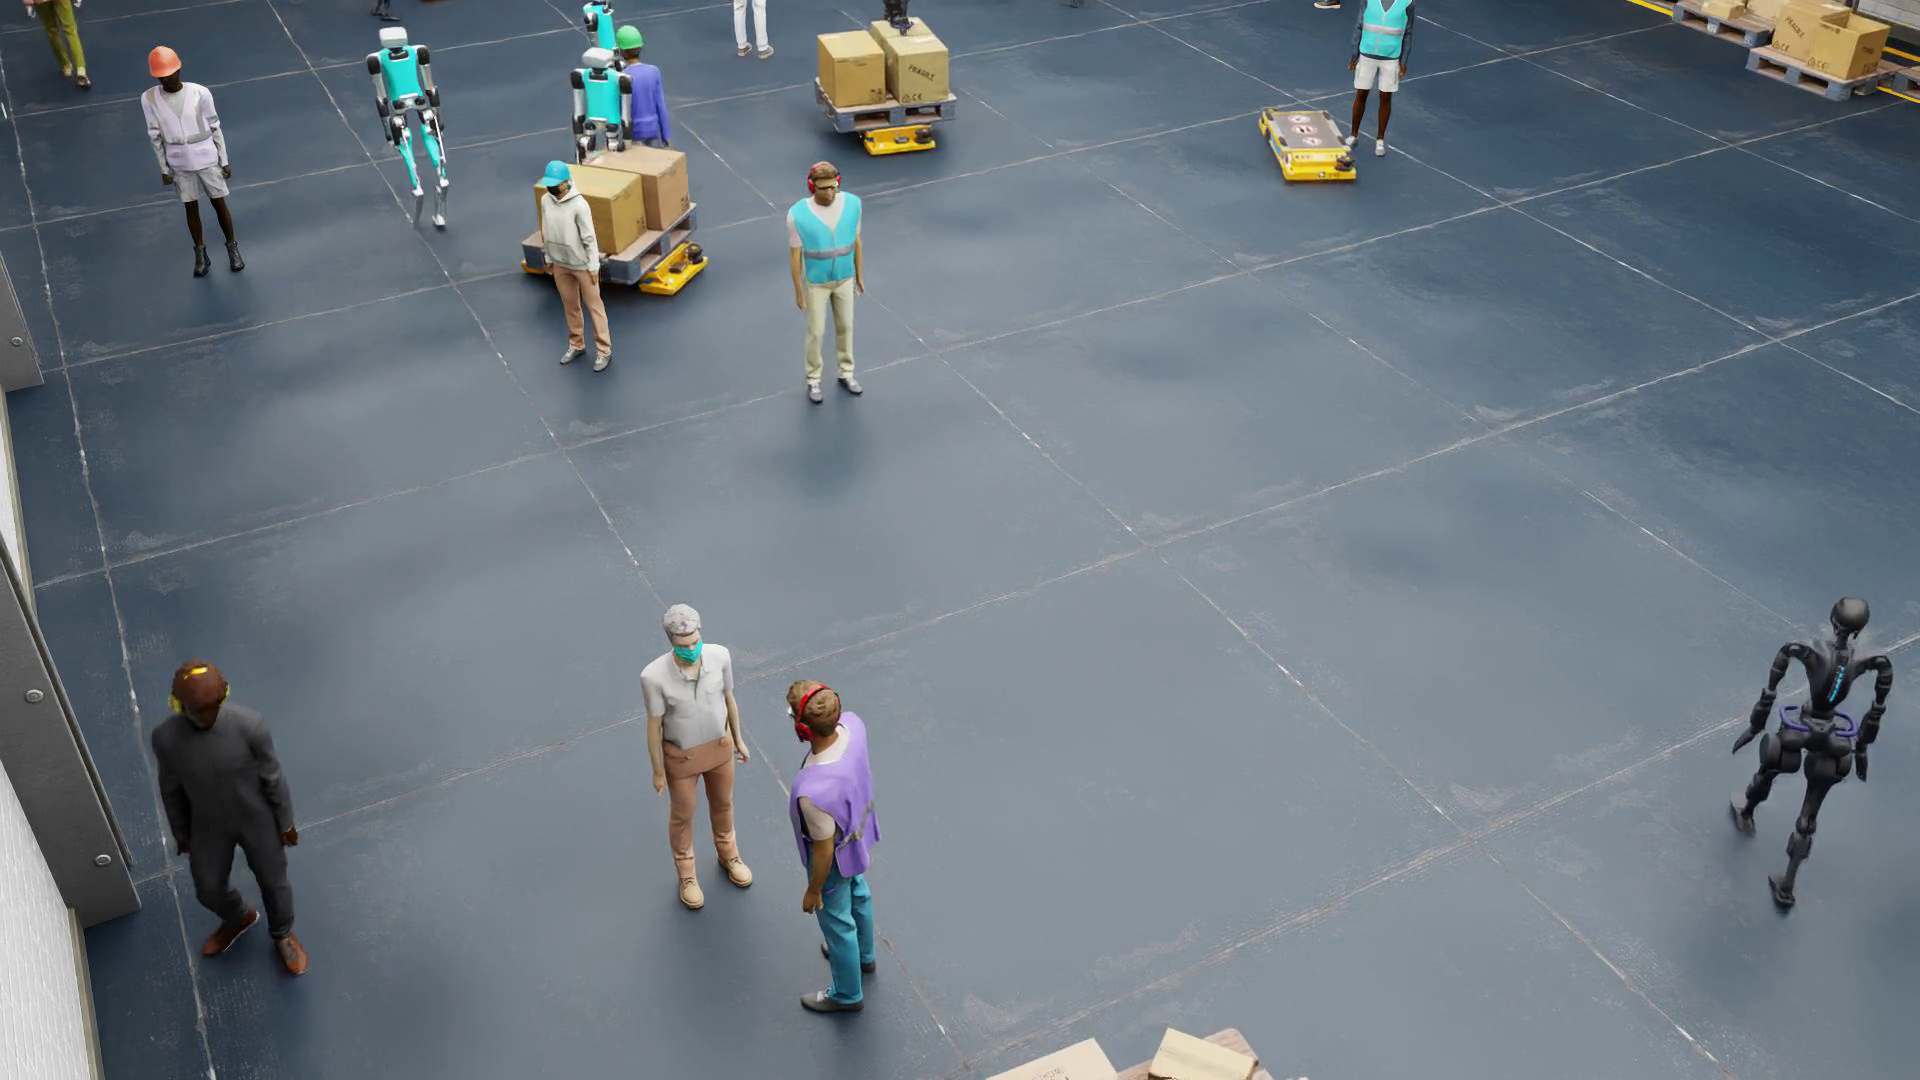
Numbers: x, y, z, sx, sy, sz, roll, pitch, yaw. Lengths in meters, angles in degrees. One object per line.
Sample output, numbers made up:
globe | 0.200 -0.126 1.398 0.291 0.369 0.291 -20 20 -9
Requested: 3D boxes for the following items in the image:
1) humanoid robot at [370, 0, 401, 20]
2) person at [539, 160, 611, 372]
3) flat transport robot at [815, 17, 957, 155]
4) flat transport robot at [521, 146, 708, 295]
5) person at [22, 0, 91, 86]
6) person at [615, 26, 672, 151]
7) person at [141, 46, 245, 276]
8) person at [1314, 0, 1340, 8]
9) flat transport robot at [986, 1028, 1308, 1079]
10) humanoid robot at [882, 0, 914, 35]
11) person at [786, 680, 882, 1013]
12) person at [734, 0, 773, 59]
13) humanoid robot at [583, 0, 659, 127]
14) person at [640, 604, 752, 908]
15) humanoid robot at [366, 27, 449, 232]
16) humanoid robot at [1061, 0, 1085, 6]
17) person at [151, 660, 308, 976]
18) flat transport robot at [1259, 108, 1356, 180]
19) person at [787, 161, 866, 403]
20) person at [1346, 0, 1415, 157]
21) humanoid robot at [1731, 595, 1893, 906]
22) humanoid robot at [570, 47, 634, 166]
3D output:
humanoid robot | -6.818 -6.902 19.364 0.442 1.648 0.590 -3 35 -4
person | -2.899 -2.041 12.411 0.471 1.669 0.391 14 37 19
flat transport robot | -0.759 -4.243 16.774 0.659 0.231 1.431 -10 36 -14
flat transport robot | -2.933 -2.390 14.129 1.431 0.231 0.659 11 37 16
person | -9.597 -5.728 17.559 0.545 1.807 0.892 -17 39 -23
person | -2.814 -3.553 14.437 0.458 1.817 0.979 -29 44 -35
person | -6.324 -3.116 13.712 0.549 1.935 0.373 -11 36 -15
person | 4.479 -7.315 19.682 0.373 1.966 0.603 6 36 9
flat transport robot | 0.852 2.764 6.769 0.659 0.231 1.431 -15 38 -20
humanoid robot | -0.641 -5.035 16.671 0.332 1.649 0.591 -13 37 -17
person | -0.546 1.378 7.377 0.378 1.839 0.565 9 36 12
person | -2.323 -6.238 18.222 0.573 1.880 0.361 10 36 14
humanoid robot | -3.071 -4.263 15.528 0.743 1.781 0.533 3 35 5
person | -1.255 1.019 7.972 0.491 1.746 0.309 -19 39 -25
humanoid robot | -4.693 -3.463 14.437 0.543 1.865 0.670 -17 39 -23
humanoid robot | 1.331 -7.203 19.778 0.369 1.653 0.593 22 41 28
person | -3.335 1.255 7.551 0.632 1.858 0.447 -7 36 -9
flat transport robot | 3.381 -3.876 16.249 0.659 0.231 1.431 -1 35 -2
person | -0.961 -1.889 12.051 0.561 1.836 0.392 -17 39 -23
person | 4.017 -4.648 15.897 0.568 1.938 0.421 11 37 16
humanoid robot | 4.151 0.983 8.128 0.613 1.622 0.772 8 36 11
humanoid robot | -3.037 -3.135 13.931 0.543 1.785 0.827 6 36 9
